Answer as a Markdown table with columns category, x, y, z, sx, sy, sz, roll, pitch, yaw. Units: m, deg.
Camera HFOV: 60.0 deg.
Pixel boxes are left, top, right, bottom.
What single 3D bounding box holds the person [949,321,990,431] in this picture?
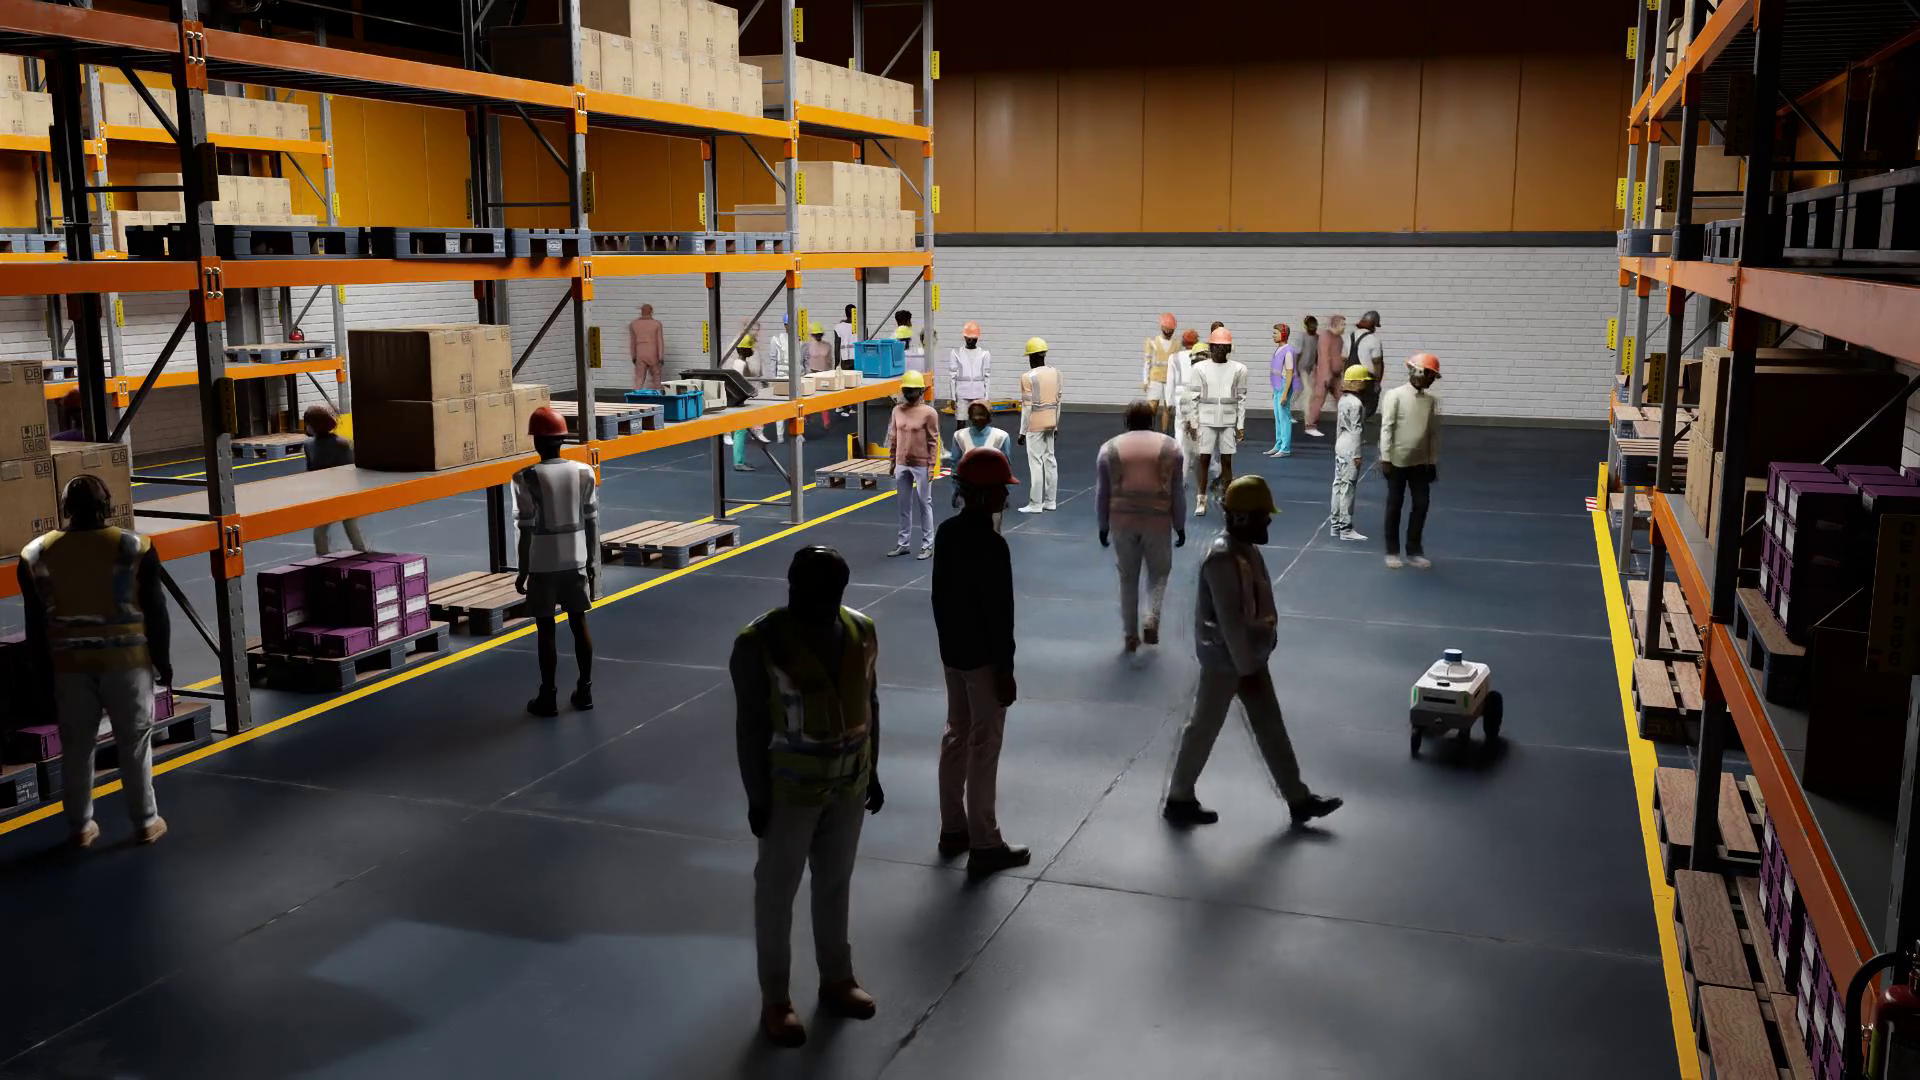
| category | x | y | z | sx | sy | sz | roll | pitch | yaw |
| --- | --- | --- | --- | --- | --- | --- | --- | --- | --- |
| person | 0.137 | -1.888 | 21.751 | 0.543 | 1.935 | 0.361 | -2 | 10 | -10 |

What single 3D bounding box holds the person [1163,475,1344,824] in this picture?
| category | x | y | z | sx | sy | sz | roll | pitch | yaw |
| --- | --- | --- | --- | --- | --- | --- | --- | --- | --- |
| person | 1.452 | 0.574 | 8.300 | 0.893 | 1.784 | 0.599 | 5 | 11 | 27 |

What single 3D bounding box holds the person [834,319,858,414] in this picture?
| category | x | y | z | sx | sy | sz | roll | pitch | yaw |
| --- | --- | --- | --- | --- | --- | --- | --- | --- | --- |
| person | -2.010 | -3.013 | 28.914 | 0.315 | 1.640 | 0.514 | -7 | 12 | -36 |

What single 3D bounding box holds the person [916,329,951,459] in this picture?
| category | x | y | z | sx | sy | sz | roll | pitch | yaw |
| --- | --- | --- | --- | --- | --- | --- | --- | --- | --- |
| person | -0.544 | -1.969 | 22.592 | 1.011 | 1.814 | 0.530 | -4 | 11 | -19 |

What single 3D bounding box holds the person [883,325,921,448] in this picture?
| category | x | y | z | sx | sy | sz | roll | pitch | yaw |
| --- | --- | --- | --- | --- | --- | --- | --- | --- | --- |
| person | -0.722 | -1.885 | 21.914 | 0.968 | 1.876 | 0.603 | 4 | 11 | 23 |

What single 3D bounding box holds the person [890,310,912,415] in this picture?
| category | x | y | z | sx | sy | sz | roll | pitch | yaw |
| --- | --- | --- | --- | --- | --- | --- | --- | --- | --- |
| person | -0.862 | -2.451 | 24.827 | 0.361 | 1.964 | 0.616 | -4 | 11 | -21 |

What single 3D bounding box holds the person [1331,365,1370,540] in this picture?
| category | x | y | z | sx | sy | sz | roll | pitch | yaw |
| --- | --- | --- | --- | --- | --- | --- | --- | --- | --- |
| person | 3.906 | -0.875 | 16.585 | 0.310 | 1.744 | 0.486 | -1 | 10 | -5 |

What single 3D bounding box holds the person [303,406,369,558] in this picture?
| category | x | y | z | sx | sy | sz | roll | pitch | yaw |
| --- | --- | --- | --- | --- | --- | --- | --- | --- | --- |
| person | -5.256 | -0.349 | 14.053 | 0.517 | 1.595 | 0.596 | 4 | 11 | 20 |

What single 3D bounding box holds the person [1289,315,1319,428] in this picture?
| category | x | y | z | sx | sy | sz | roll | pitch | yaw |
| --- | --- | --- | --- | --- | --- | --- | --- | --- | --- |
| person | 5.533 | -2.750 | 27.017 | 0.883 | 1.807 | 0.575 | 10 | 14 | 43 |

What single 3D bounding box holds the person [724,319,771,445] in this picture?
| category | x | y | z | sx | sy | sz | roll | pitch | yaw |
| --- | --- | --- | --- | --- | --- | --- | --- | --- | --- |
| person | -3.101 | -2.300 | 24.338 | 0.864 | 1.839 | 0.658 | 6 | 12 | 31 |

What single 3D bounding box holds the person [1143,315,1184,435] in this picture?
| category | x | y | z | sx | sy | sz | roll | pitch | yaw |
| --- | --- | --- | --- | --- | --- | --- | --- | --- | --- |
| person | 3.003 | -2.342 | 24.460 | 0.584 | 1.903 | 0.548 | -1 | 10 | -5 |

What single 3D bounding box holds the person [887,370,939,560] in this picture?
| category | x | y | z | sx | sy | sz | roll | pitch | yaw |
| --- | --- | --- | --- | --- | --- | --- | --- | --- | --- |
| person | -0.441 | -0.700 | 15.531 | 0.525 | 1.772 | 0.304 | 6 | 12 | 31 |

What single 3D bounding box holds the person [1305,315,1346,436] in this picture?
| category | x | y | z | sx | sy | sz | roll | pitch | yaw |
| --- | --- | --- | --- | --- | --- | --- | --- | --- | --- |
| person | 5.703 | -2.476 | 25.299 | 0.970 | 1.851 | 0.690 | 9 | 14 | 42 |

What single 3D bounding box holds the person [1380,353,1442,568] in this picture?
| category | x | y | z | sx | sy | sz | roll | pitch | yaw |
| --- | --- | --- | --- | --- | --- | --- | --- | --- | --- |
| person | 4.060 | -0.712 | 15.115 | 0.662 | 1.956 | 0.363 | -5 | 11 | -26 |

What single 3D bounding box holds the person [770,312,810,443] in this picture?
| category | x | y | z | sx | sy | sz | roll | pitch | yaw |
| --- | --- | --- | --- | --- | --- | --- | --- | --- | --- |
| person | -2.515 | -2.404 | 24.620 | 0.602 | 1.948 | 0.386 | -4 | 11 | -21 |

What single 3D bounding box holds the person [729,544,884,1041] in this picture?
| category | x | y | z | sx | sy | sz | roll | pitch | yaw |
| --- | --- | --- | --- | --- | --- | --- | --- | --- | --- |
| person | -0.540 | 0.920 | 6.223 | 0.623 | 1.837 | 0.430 | -8 | 13 | -37 |

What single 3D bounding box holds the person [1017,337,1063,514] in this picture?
| category | x | y | z | sx | sy | sz | roll | pitch | yaw |
| --- | --- | --- | --- | --- | --- | --- | --- | --- | --- |
| person | 0.858 | -1.246 | 18.164 | 0.585 | 1.925 | 0.373 | -10 | 14 | -43 |

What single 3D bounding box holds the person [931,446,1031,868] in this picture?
| category | x | y | z | sx | sy | sz | roll | pitch | yaw |
| --- | --- | --- | --- | --- | --- | --- | --- | --- | --- |
| person | 0.094 | 0.545 | 7.875 | 0.386 | 1.992 | 0.624 | -5 | 11 | -28 |

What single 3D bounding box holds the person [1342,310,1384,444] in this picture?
| category | x | y | z | sx | sy | sz | roll | pitch | yaw |
| --- | --- | --- | --- | --- | --- | --- | --- | --- | --- |
| person | 5.812 | -2.362 | 24.124 | 0.718 | 2.000 | 0.698 | -5 | 11 | -27 |

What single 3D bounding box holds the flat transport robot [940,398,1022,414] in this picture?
| category | x | y | z | sx | sy | sz | roll | pitch | yaw |
| --- | --- | --- | --- | --- | --- | --- | --- | --- | --- |
| flat transport robot | 0.424 | -2.329 | 28.921 | 1.431 | 0.197 | 0.652 | -7 | 12 | -34 |

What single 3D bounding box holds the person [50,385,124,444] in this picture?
| category | x | y | z | sx | sy | sz | roll | pitch | yaw |
| --- | --- | --- | --- | --- | --- | --- | --- | --- | --- |
| person | -6.351 | -0.177 | 12.168 | 0.563 | 1.911 | 0.567 | -2 | 10 | -12 |

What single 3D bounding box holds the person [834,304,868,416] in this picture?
| category | x | y | z | sx | sy | sz | roll | pitch | yaw |
| --- | --- | --- | --- | --- | --- | --- | --- | --- | --- |
| person | -1.851 | -3.064 | 28.428 | 0.594 | 1.915 | 0.373 | -2 | 10 | -11 |

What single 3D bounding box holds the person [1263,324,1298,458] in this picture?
| category | x | y | z | sx | sy | sz | roll | pitch | yaw |
| --- | --- | --- | --- | --- | --- | --- | --- | --- | --- |
| person | 4.446 | -2.049 | 22.912 | 0.389 | 1.844 | 0.563 | -1 | 10 | -4 |

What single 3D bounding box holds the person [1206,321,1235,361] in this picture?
| category | x | y | z | sx | sy | sz | roll | pitch | yaw |
| --- | --- | --- | --- | --- | --- | --- | --- | --- | --- |
| person | 3.657 | -2.185 | 23.688 | 0.506 | 1.842 | 0.350 | 3 | 10 | 15 |

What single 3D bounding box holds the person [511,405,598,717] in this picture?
| category | x | y | z | sx | sy | sz | roll | pitch | yaw |
| --- | --- | --- | --- | --- | --- | --- | --- | --- | --- |
| person | -2.523 | 0.132 | 10.361 | 0.545 | 1.941 | 0.350 | -8 | 13 | -36 |

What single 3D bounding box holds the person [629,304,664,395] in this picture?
| category | x | y | z | sx | sy | sz | roll | pitch | yaw |
| --- | --- | --- | --- | --- | --- | --- | --- | --- | --- |
| person | -5.684 | -3.367 | 30.288 | 0.663 | 1.869 | 0.902 | 2 | 10 | 9 |

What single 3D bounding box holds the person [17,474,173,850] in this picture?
| category | x | y | z | sx | sy | sz | roll | pitch | yaw |
| --- | --- | --- | --- | --- | --- | --- | --- | --- | --- |
| person | -4.171 | 0.593 | 8.082 | 0.633 | 1.837 | 0.429 | -2 | 10 | -11 |

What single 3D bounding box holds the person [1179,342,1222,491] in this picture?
| category | x | y | z | sx | sy | sz | roll | pitch | yaw |
| --- | --- | --- | --- | --- | --- | --- | --- | --- | --- |
| person | 2.806 | -1.456 | 19.752 | 0.707 | 1.782 | 0.609 | 0 | 10 | 1 |

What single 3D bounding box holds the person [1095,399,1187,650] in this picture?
| category | x | y | z | sx | sy | sz | roll | pitch | yaw |
| --- | --- | --- | --- | --- | --- | --- | --- | --- | --- |
| person | 1.305 | -0.108 | 12.036 | 0.667 | 1.821 | 0.433 | 2 | 10 | 11 |

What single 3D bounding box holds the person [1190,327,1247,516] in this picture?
| category | x | y | z | sx | sy | sz | roll | pitch | yaw |
| --- | --- | --- | --- | --- | --- | --- | --- | --- | --- |
| person | 2.785 | -1.270 | 17.956 | 0.607 | 2.048 | 0.368 | 1 | 10 | 4 |

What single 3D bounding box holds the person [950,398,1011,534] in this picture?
| category | x | y | z | sx | sy | sz | roll | pitch | yaw |
| --- | --- | --- | --- | --- | --- | --- | --- | --- | --- |
| person | 0.174 | -0.386 | 14.128 | 0.522 | 1.636 | 0.310 | 2 | 10 | 10 |

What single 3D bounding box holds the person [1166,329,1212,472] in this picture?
| category | x | y | z | sx | sy | sz | roll | pitch | yaw |
| --- | --- | --- | --- | --- | --- | --- | --- | --- | --- |
| person | 2.931 | -1.766 | 21.272 | 0.589 | 1.867 | 0.652 | 1 | 10 | 5 |

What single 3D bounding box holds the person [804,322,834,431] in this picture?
| category | x | y | z | sx | sy | sz | roll | pitch | yaw |
| --- | --- | --- | --- | --- | --- | --- | --- | --- | --- |
| person | -2.288 | -2.626 | 26.500 | 0.566 | 1.724 | 0.802 | -4 | 11 | -22 |

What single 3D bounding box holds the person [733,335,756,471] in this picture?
| category | x | y | z | sx | sy | sz | roll | pitch | yaw |
| --- | --- | --- | --- | --- | --- | --- | --- | --- | --- |
| person | -2.797 | -1.776 | 21.597 | 0.326 | 1.767 | 0.533 | -2 | 10 | -12 |

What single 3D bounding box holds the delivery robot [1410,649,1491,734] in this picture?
| category | x | y | z | sx | sy | sz | roll | pitch | yaw |
| --- | --- | --- | --- | --- | --- | --- | --- | --- | --- |
| delivery robot | 2.882 | 0.885 | 9.754 | 0.477 | 0.478 | 0.707 | 5 | 11 | 27 |
